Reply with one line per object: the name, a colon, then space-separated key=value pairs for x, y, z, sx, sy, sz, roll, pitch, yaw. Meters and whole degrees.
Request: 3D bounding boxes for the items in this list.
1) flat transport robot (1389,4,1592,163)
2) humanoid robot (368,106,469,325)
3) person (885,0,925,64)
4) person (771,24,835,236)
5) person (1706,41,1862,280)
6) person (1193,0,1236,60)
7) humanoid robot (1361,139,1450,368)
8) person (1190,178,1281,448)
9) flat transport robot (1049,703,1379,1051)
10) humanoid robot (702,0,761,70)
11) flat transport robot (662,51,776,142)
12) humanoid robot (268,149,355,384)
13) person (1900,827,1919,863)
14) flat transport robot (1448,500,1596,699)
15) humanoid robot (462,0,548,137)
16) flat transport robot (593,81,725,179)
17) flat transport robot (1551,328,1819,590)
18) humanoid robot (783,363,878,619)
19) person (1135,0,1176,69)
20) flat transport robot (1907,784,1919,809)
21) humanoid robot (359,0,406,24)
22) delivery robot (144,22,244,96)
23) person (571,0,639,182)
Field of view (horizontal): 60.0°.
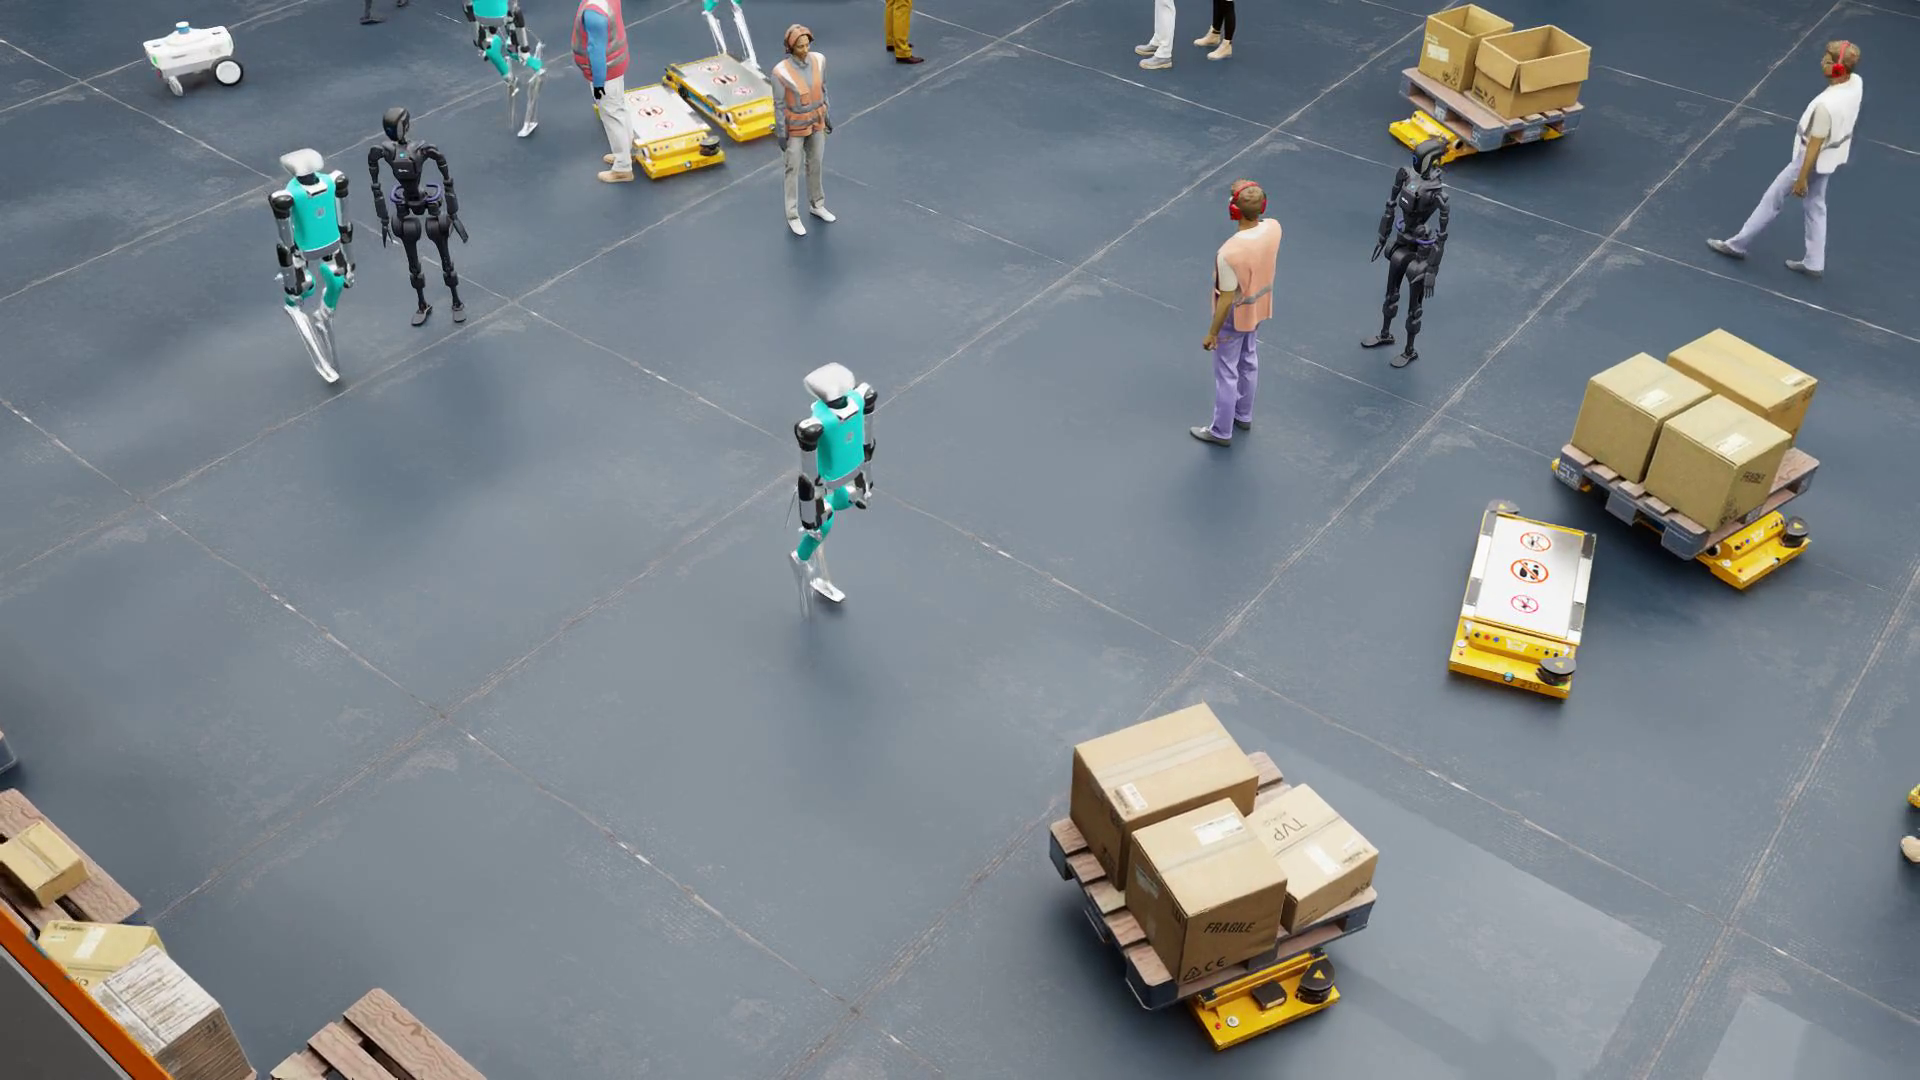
flat transport robot: x=4.484 y=-3.566 z=14.272 sx=1.431 sy=0.231 sz=0.659 roll=-15 pitch=43 yaw=-17
humanoid robot: x=-3.774 y=-2.266 z=11.647 sx=0.599 sy=1.655 sz=0.315 roll=-3 pitch=40 yaw=-4
person: x=-0.517 y=-5.217 z=15.069 sx=0.339 sy=1.751 sz=0.536 roll=-12 pitch=42 yaw=-14
person: x=-1.198 y=-3.148 z=12.721 sx=0.521 sy=1.639 sz=0.304 roll=-32 pitch=50 yaw=-32
person: x=6.207 y=-2.805 z=12.196 sx=0.609 sy=1.802 sz=0.851 roll=-30 pitch=49 yaw=-31
person: x=2.400 y=-5.229 z=15.125 sx=0.322 sy=1.695 sz=0.535 roll=-9 pitch=41 yaw=-11
humanoid robot: x=3.061 y=-1.946 z=11.269 sx=0.315 sy=1.657 sz=0.599 roll=-19 pitch=44 yaw=-21
person: x=1.769 y=-1.408 z=10.521 sx=0.374 sy=1.838 sz=0.569 roll=30 pitch=49 yaw=31
flat transport robot: x=1.168 y=1.741 z=8.030 sx=0.659 sy=0.231 sz=1.431 roll=-16 pitch=43 yaw=-18
humanoid robot: x=-2.094 y=-5.089 z=14.891 sx=0.542 sy=1.741 sz=0.658 roll=-22 pitch=45 yaw=-24
flat transport robot: x=-2.022 y=-3.946 z=14.719 sx=0.659 sy=0.231 sz=1.431 roll=-24 pitch=46 yaw=-26
humanoid robot: x=-4.344 y=-1.777 z=11.119 sx=0.768 sy=1.893 sz=0.573 roll=28 pitch=48 yaw=29
person: x=4.931 y=0.936 z=7.843 sx=0.501 sy=1.734 sz=0.374 roll=-3 pitch=40 yaw=-3
flat transport robot: x=3.300 y=0.316 z=9.706 sx=0.659 sy=0.231 sz=1.431 roll=14 pitch=42 yaw=16
humanoid robot: x=-3.748 y=-4.199 z=13.922 sx=0.547 sy=1.835 sz=0.715 roll=13 pitch=42 yaw=14
flat transport robot: x=-2.596 y=-3.535 z=14.236 sx=0.659 sy=0.231 sz=1.431 roll=-20 pitch=44 yaw=-22
flat transport robot: x=4.483 y=-0.260 z=10.383 sx=0.659 sy=0.231 sz=1.431 roll=-24 pitch=46 yaw=-26
humanoid robot: x=-0.824 y=-0.252 z=9.325 sx=0.735 sy=1.893 sz=0.545 roll=31 pitch=49 yaw=31
person: x=1.825 y=-5.182 z=14.929 sx=0.354 sy=1.883 sz=0.573 roll=0 pitch=40 yaw=0
flat transport robot: x=5.591 y=1.524 z=8.285 sx=0.659 sy=0.231 sz=1.431 roll=-27 pitch=47 yaw=-28
humanoid robot: x=-5.628 y=-5.820 z=15.855 sx=0.593 sy=1.622 sz=0.728 roll=32 pitch=50 yaw=32
delivery robot: x=-6.893 y=-4.368 z=15.001 sx=0.773 sy=0.602 sz=0.516 roll=-22 pitch=45 yaw=-23
person: x=-2.861 y=-3.773 z=13.314 sx=0.431 sy=1.836 sz=0.629 roll=-1 pitch=40 yaw=-1
